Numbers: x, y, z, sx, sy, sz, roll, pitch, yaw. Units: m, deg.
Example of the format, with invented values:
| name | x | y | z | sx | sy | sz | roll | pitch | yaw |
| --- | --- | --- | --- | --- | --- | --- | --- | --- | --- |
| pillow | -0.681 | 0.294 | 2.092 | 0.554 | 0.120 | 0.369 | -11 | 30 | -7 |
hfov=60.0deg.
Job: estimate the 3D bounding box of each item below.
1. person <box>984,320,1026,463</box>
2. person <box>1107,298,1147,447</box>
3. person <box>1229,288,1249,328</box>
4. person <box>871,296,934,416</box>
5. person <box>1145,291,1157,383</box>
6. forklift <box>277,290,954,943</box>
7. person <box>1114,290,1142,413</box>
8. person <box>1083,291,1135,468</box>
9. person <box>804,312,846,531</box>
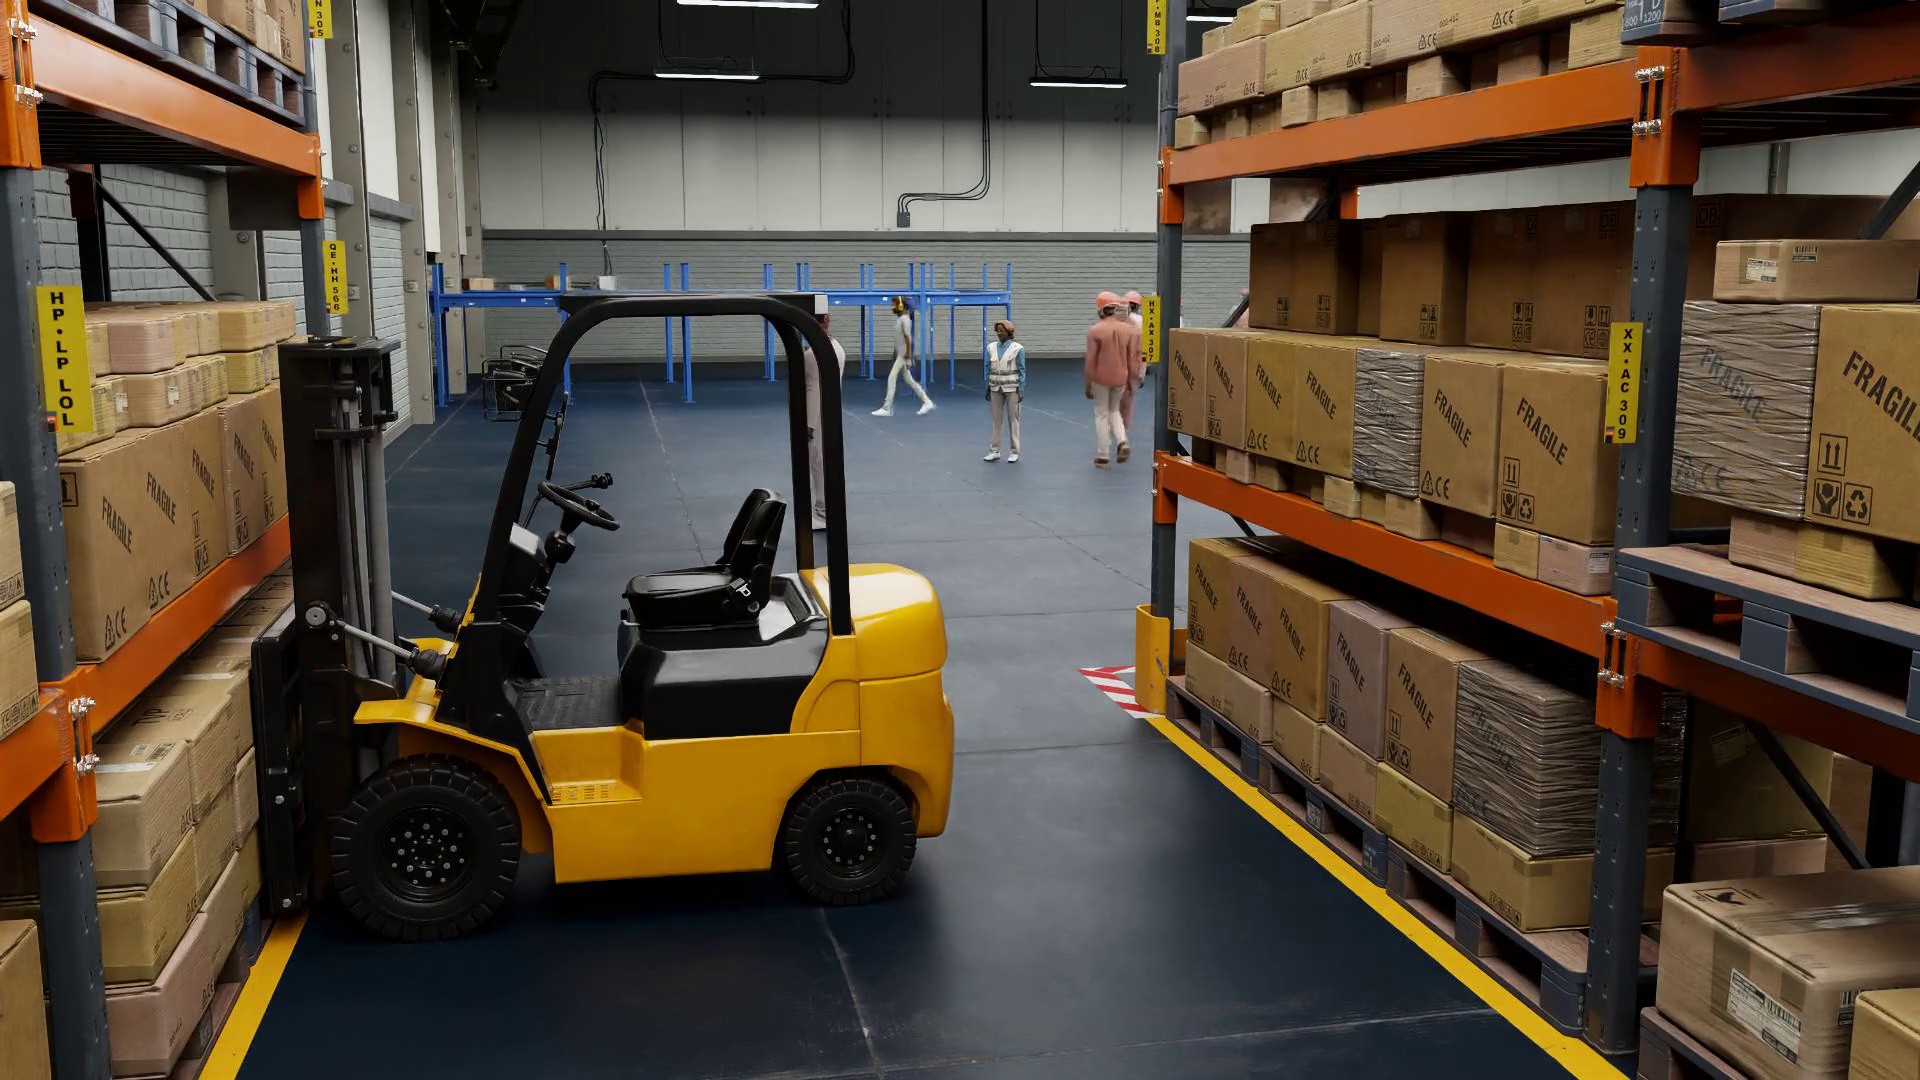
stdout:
| name | x | y | z | sx | sy | sz | roll | pitch | yaw |
| --- | --- | --- | --- | --- | --- | --- | --- | --- | --- |
| person | 0.522 | -1.725 | 19.277 | 0.515 | 1.641 | 0.314 | 6 | 11 | 31 |
| person | 1.982 | -2.059 | 20.662 | 0.667 | 1.852 | 0.963 | 1 | 9 | 5 |
| person | 4.940 | -3.395 | 28.718 | 0.647 | 1.892 | 0.718 | -3 | 10 | -17 |
| person | -0.854 | -2.808 | 25.342 | 0.965 | 1.825 | 0.535 | -2 | 9 | -10 |
| person | 2.821 | -2.514 | 23.272 | 0.567 | 1.907 | 0.519 | -8 | 12 | -40 |
| forklift | -1.179 | 0.175 | 6.143 | 2.313 | 2.155 | 1.214 | -2 | 10 | -12 |
| person | 2.381 | -2.595 | 23.736 | 0.567 | 1.919 | 0.471 | -1 | 9 | -5 |
| person | 1.672 | -1.804 | 18.729 | 0.641 | 1.976 | 0.453 | -5 | 10 | -26 |
| person | -1.222 | -1.041 | 14.294 | 0.406 | 1.911 | 0.638 | 2 | 10 | 14 |
